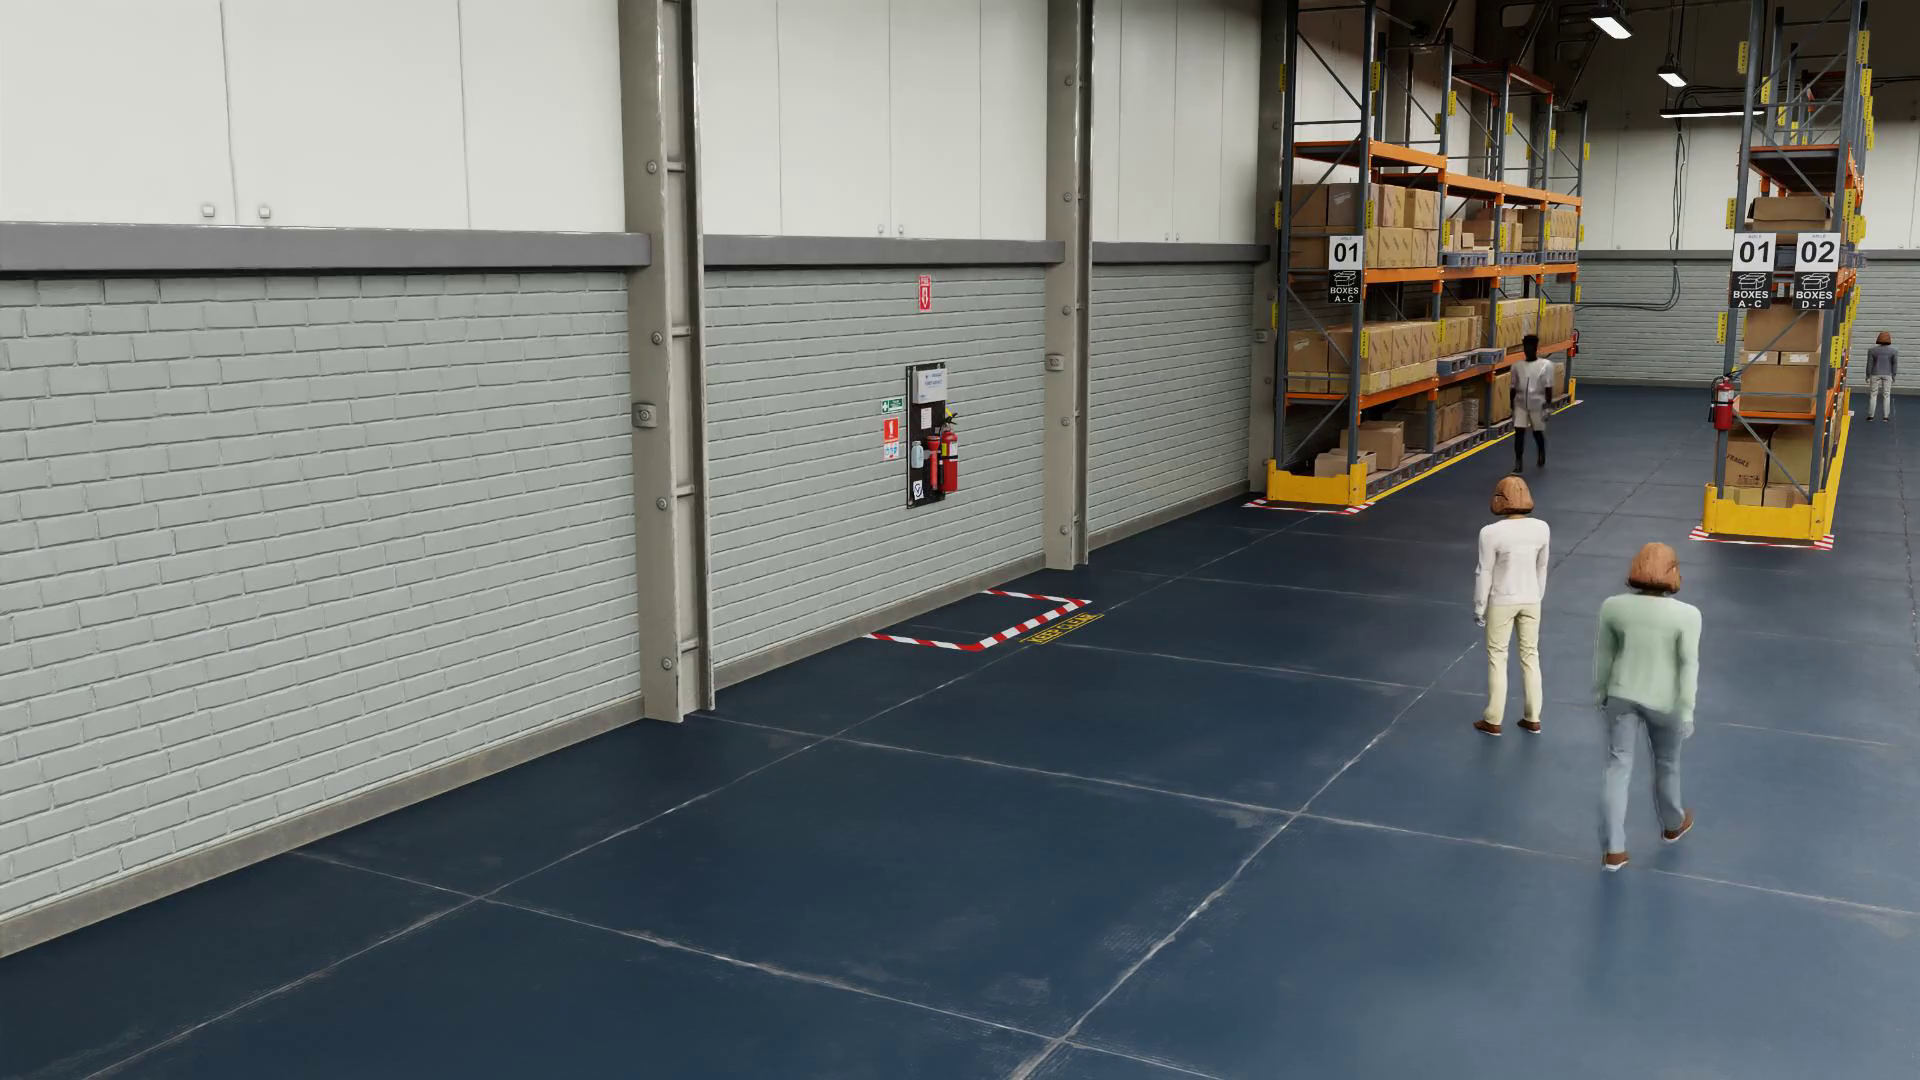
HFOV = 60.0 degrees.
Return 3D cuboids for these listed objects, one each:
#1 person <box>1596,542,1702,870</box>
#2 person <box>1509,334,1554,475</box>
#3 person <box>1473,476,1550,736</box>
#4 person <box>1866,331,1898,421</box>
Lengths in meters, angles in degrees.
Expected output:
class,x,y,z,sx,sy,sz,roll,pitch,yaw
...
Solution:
class,x,y,z,sx,sy,sz,roll,pitch,yaw
person,3.427,0.794,8.270,0.530,1.587,0.831,8,13,41
person,7.857,-1.867,22.861,0.618,1.941,0.748,6,12,34
person,3.457,0.416,10.443,0.498,1.627,0.305,-2,10,-13
person,16.720,-2.965,30.189,0.497,1.633,0.285,4,11,23
